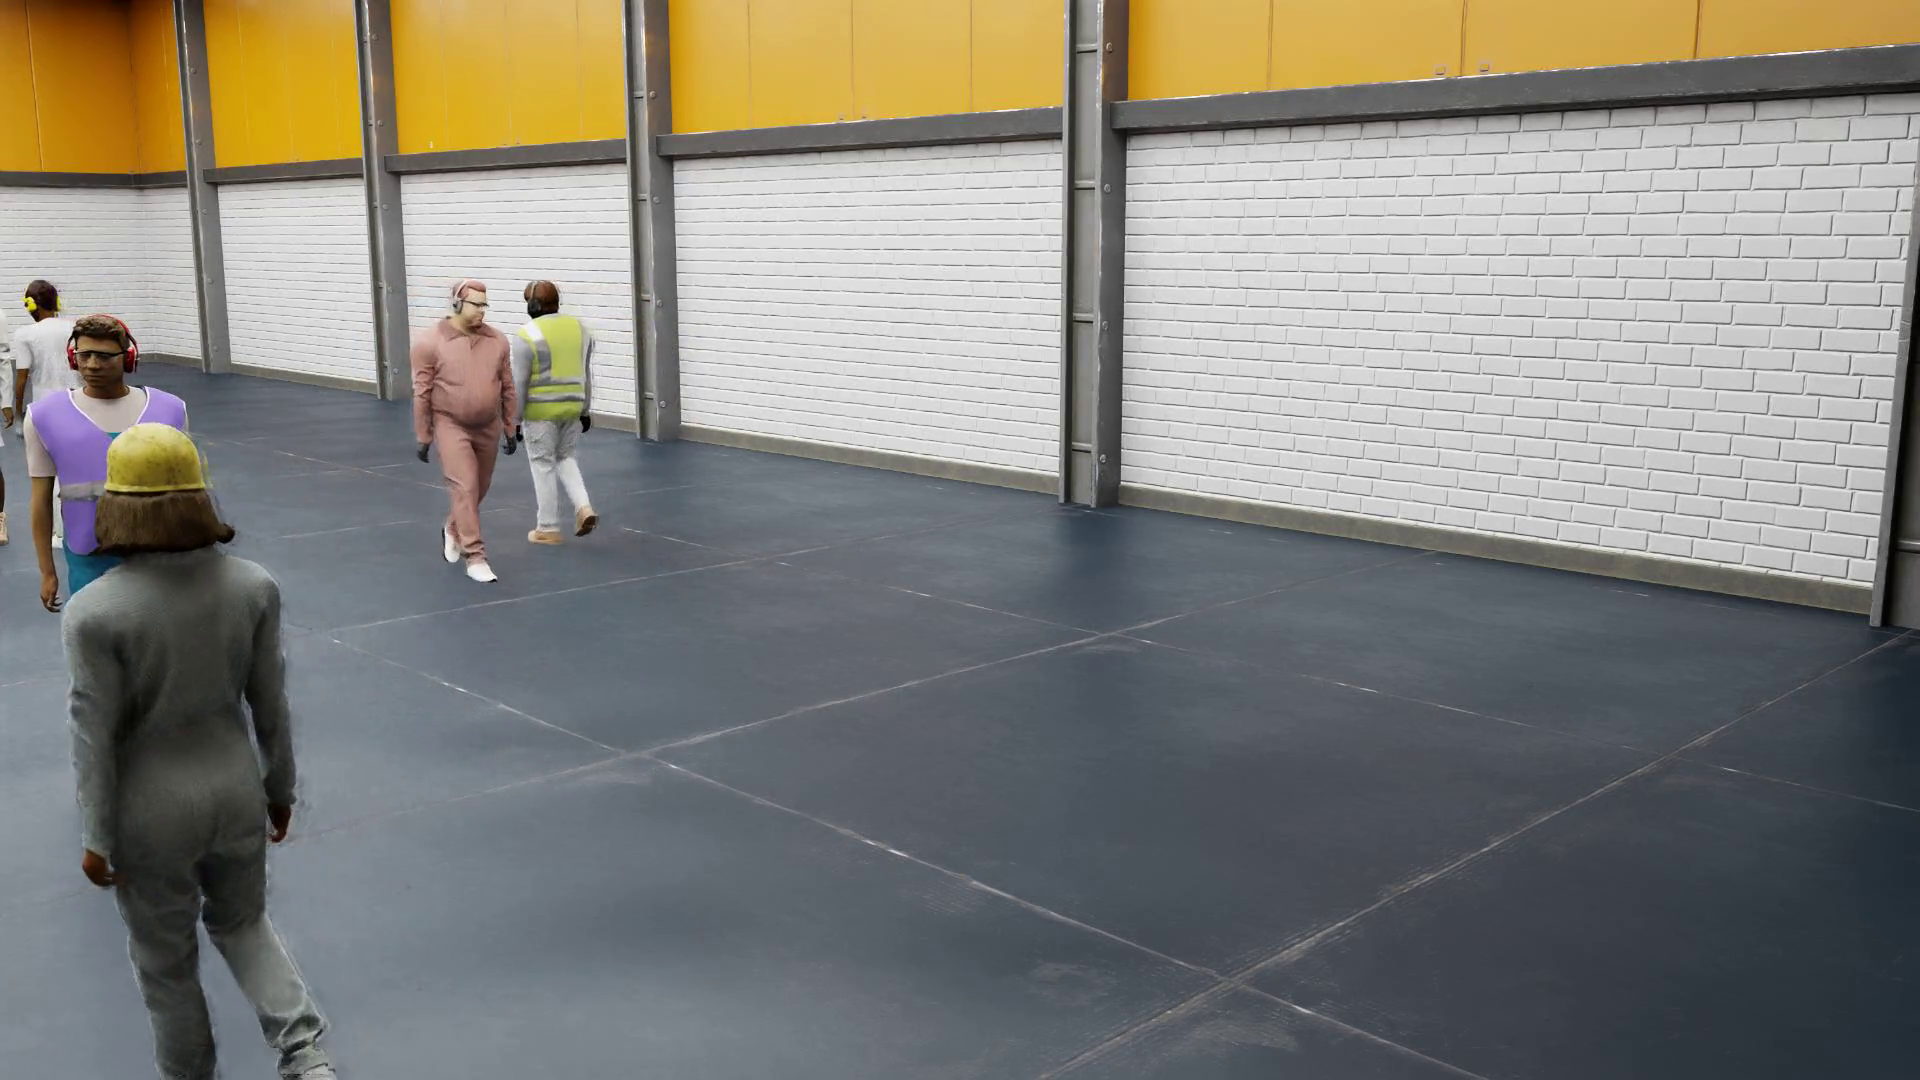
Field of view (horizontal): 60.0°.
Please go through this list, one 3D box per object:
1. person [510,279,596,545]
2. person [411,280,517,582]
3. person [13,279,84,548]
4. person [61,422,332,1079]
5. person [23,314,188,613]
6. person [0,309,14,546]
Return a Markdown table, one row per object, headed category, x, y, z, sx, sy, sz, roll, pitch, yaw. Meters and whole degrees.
| category | x | y | z | sx | sy | sz | roll | pitch | yaw |
| --- | --- | --- | --- | --- | --- | --- | --- | --- | --- |
| person | -2.812 | -0.864 | 11.415 | 0.435 | 1.831 | 0.655 | 8 | 13 | 38 |
| person | -3.143 | -0.714 | 10.543 | 0.658 | 1.869 | 0.924 | -9 | 14 | -42 |
| person | -6.182 | -0.858 | 11.399 | 0.456 | 1.832 | 0.588 | 8 | 13 | 36 |
| person | -1.711 | 0.601 | 3.734 | 0.463 | 1.729 | 0.485 | 8 | 13 | 37 |
| person | -3.186 | 0.070 | 6.302 | 0.571 | 1.840 | 0.373 | -9 | 14 | -40 |
| person | -6.802 | -0.954 | 11.343 | 0.613 | 2.039 | 0.393 | -3 | 11 | -15 |
